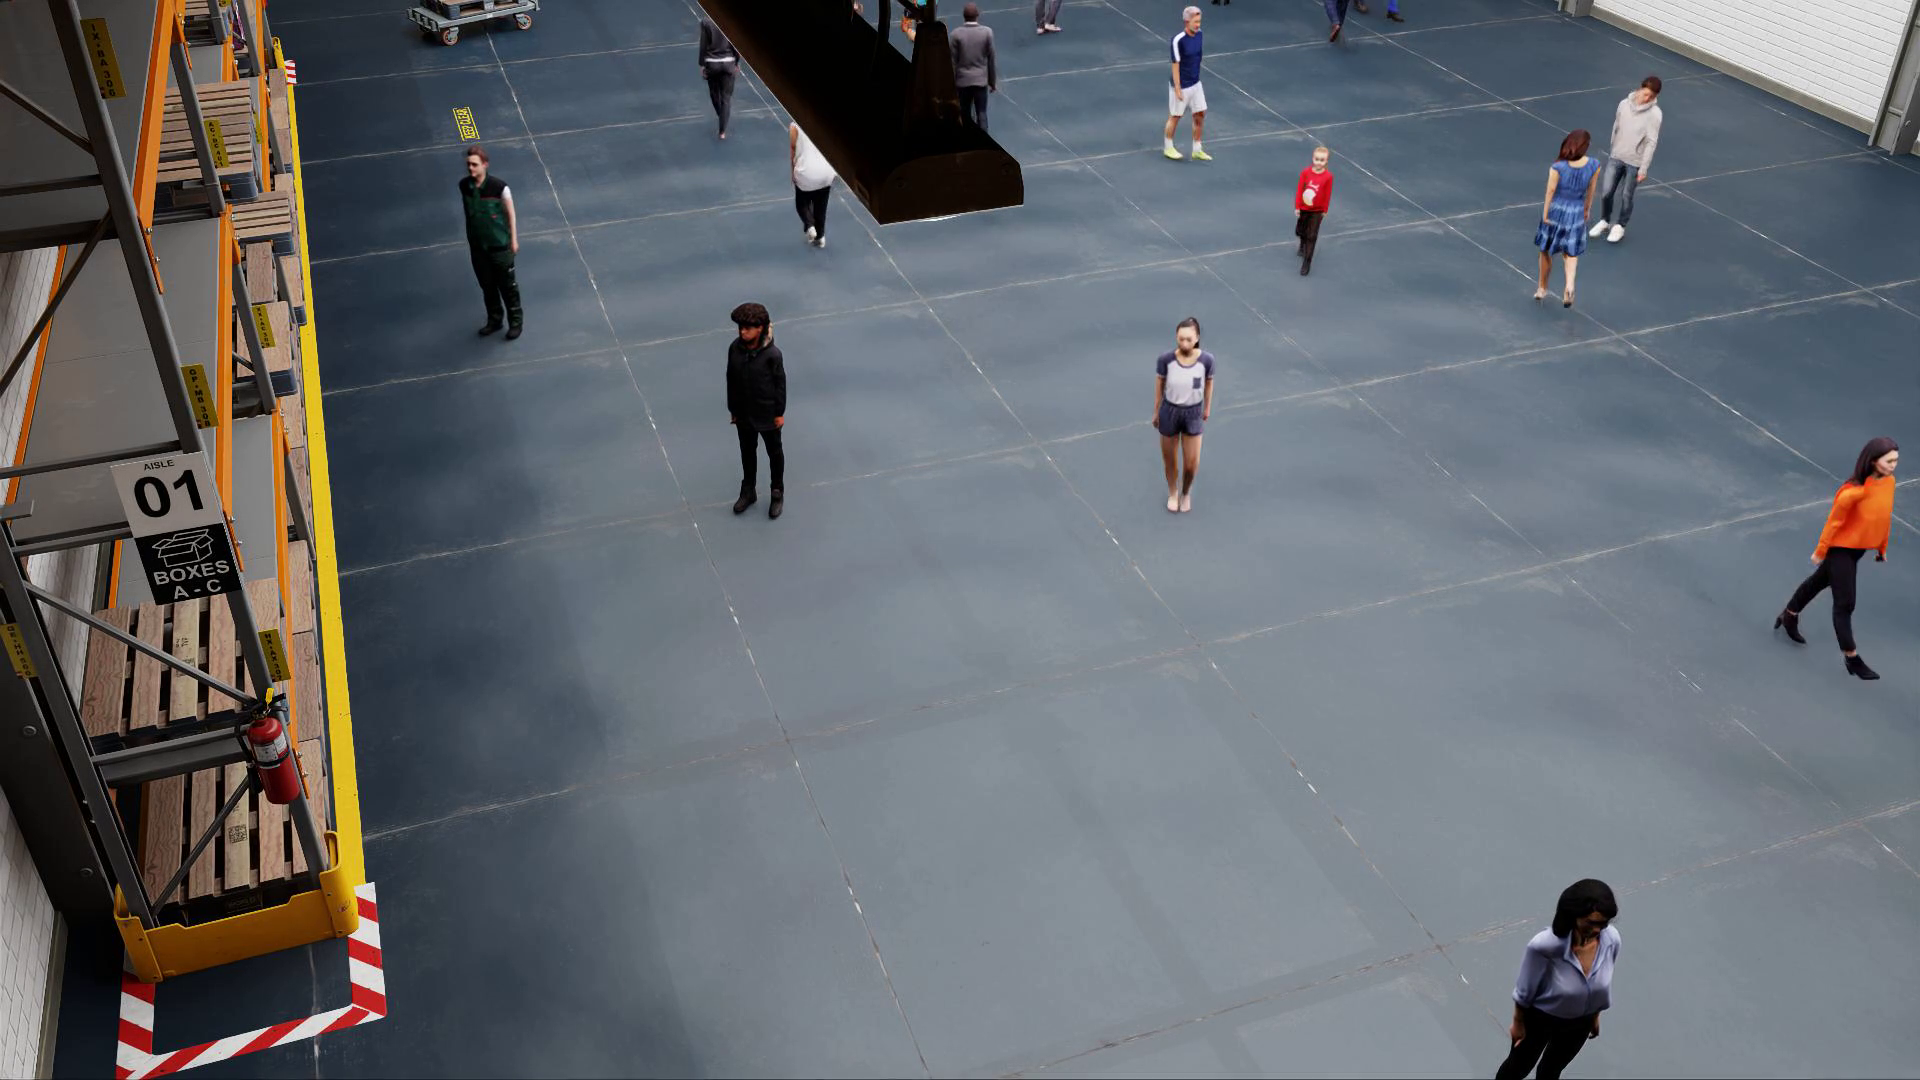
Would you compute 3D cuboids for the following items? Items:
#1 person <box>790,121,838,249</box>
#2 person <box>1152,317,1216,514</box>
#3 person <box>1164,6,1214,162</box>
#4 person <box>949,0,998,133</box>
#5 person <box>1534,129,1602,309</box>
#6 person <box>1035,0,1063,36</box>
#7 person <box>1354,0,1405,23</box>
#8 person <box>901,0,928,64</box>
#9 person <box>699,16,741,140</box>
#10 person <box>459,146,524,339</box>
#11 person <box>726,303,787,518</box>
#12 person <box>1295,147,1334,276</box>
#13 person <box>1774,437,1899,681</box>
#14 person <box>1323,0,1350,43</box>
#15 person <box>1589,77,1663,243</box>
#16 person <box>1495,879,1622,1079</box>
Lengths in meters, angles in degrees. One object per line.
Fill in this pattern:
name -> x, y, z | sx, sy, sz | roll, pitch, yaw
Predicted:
person -> -1.497, -3.774, 17.035 | 0.662, 1.677, 0.652 | -11, 35, -15
person -> 1.713, -0.979, 12.866 | 0.704, 1.636, 0.735 | 6, 34, 9
person -> 2.525, -5.271, 19.165 | 0.834, 1.812, 0.971 | -26, 42, -34
person -> 0.142, -5.219, 19.092 | 0.893, 1.807, 1.015 | -1, 34, -2
person -> 5.745, -2.980, 15.733 | 0.851, 1.795, 1.004 | 0, 34, 0
person -> 1.159, -7.956, 23.202 | 0.751, 1.814, 0.878 | 27, 42, 34
person -> 6.084, -8.443, 23.967 | 0.833, 1.778, 1.246 | -19, 38, -26
person -> -0.467, -7.101, 21.962 | 0.818, 1.763, 0.765 | 16, 37, 23
person -> -2.858, -5.632, 19.820 | 0.896, 1.687, 1.142 | 0, 34, 0
person -> -4.322, -2.744, 15.337 | 0.738, 1.841, 0.757 | 8, 34, 11
person -> -1.556, -1.021, 12.801 | 0.724, 1.778, 0.758 | 9, 35, 13
person -> 3.550, -3.361, 16.782 | 0.790, 1.267, 0.872 | 11, 35, 16
person -> 5.922, 0.038, 11.270 | 0.753, 1.709, 1.116 | -17, 37, -24
person -> 5.276, -7.769, 22.928 | 0.836, 1.806, 1.012 | -1, 34, -1
person -> 6.922, -3.930, 17.156 | 0.886, 1.802, 0.798 | -19, 38, -26
person -> 2.824, 2.258, 7.896 | 0.689, 1.747, 0.625 | -5, 34, -7
